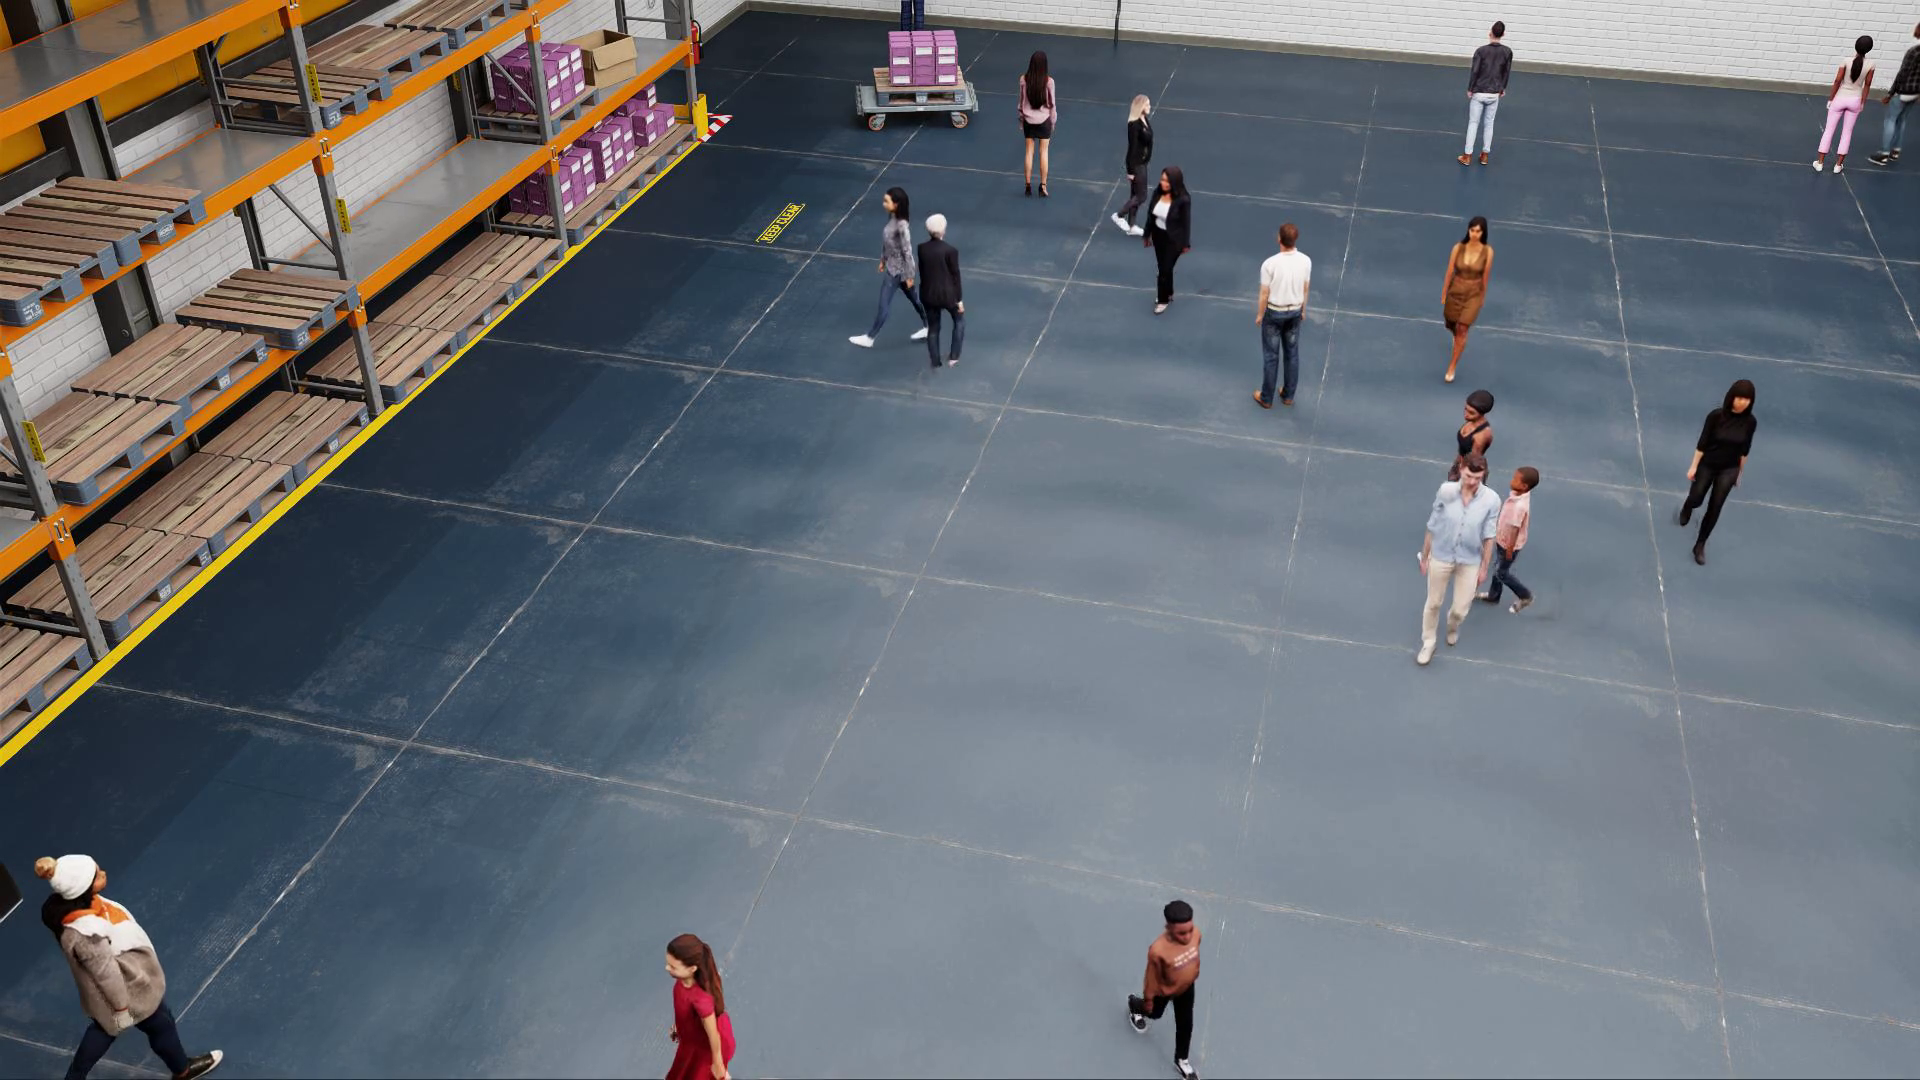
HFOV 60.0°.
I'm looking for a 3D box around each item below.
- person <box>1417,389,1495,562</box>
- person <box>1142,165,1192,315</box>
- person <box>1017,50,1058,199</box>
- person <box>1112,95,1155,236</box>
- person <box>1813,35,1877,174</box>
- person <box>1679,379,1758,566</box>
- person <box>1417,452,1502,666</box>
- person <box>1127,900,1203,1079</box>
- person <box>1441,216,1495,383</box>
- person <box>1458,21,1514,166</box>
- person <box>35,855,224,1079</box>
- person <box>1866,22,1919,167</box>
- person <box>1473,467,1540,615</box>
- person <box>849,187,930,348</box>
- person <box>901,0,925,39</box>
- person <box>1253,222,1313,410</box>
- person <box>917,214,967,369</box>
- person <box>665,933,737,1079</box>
[{"bbox_3d":[4.201,-0.489,13.519,0.807,1.669,0.899,2,34,3],"label":"person"},{"bbox_3d":[2.273,-3.243,17.725,0.823,1.599,0.892,26,41,33],"label":"person"},{"bbox_3d":[0.940,-5.067,20.278,0.623,1.811,0.517,8,34,11],"label":"person"},{"bbox_3d":[1.968,-4.337,19.300,0.680,1.679,0.594,9,35,14],"label":"person"},{"bbox_3d":[11.203,-5.519,21.021,0.592,1.742,0.522,11,35,16],"label":"person"},{"bbox_3d":[6.251,-0.631,13.765,0.569,1.633,0.822,8,34,12],"label":"person"},{"bbox_3d":[3.745,0.097,12.488,0.714,1.835,0.771,15,36,21],"label":"person"},{"bbox_3d":[1.159,2.481,9.445,0.862,1.233,0.939,-16,37,-22],"label":"person"},{"bbox_3d":[4.997,-2.422,16.429,0.647,1.668,1.007,12,36,18],"label":"person"},{"bbox_3d":[6.709,-5.690,21.193,0.718,1.837,0.664,-2,34,-2],"label":"person"},{"bbox_3d":[-4.682,2.405,8.984,0.997,1.870,1.204,27,42,34],"label":"person"},{"bbox_3d":[12.070,-5.698,21.220,0.756,1.820,0.823,-17,37,-24],"label":"person"},{"bbox_3d":[4.401,0.003,13.113,0.570,1.300,0.637,9,35,14],"label":"person"},{"bbox_3d":[-0.532,-2.755,16.920,1.090,1.679,1.191,-8,35,-12],"label":"person"},{"bbox_3d":[-0.726,-8.448,25.357,0.688,1.819,0.644,13,36,19],"label":"person"},{"bbox_3d":[3.069,-2.133,15.825,0.747,1.855,0.744,-7,34,-11],"label":"person"},{"bbox_3d":[-0.181,-2.378,16.598,0.819,1.766,0.729,15,37,22],"label":"person"},{"bbox_3d":[-1.294,2.653,8.911,0.778,1.537,0.721,-13,36,-19],"label":"person"}]
